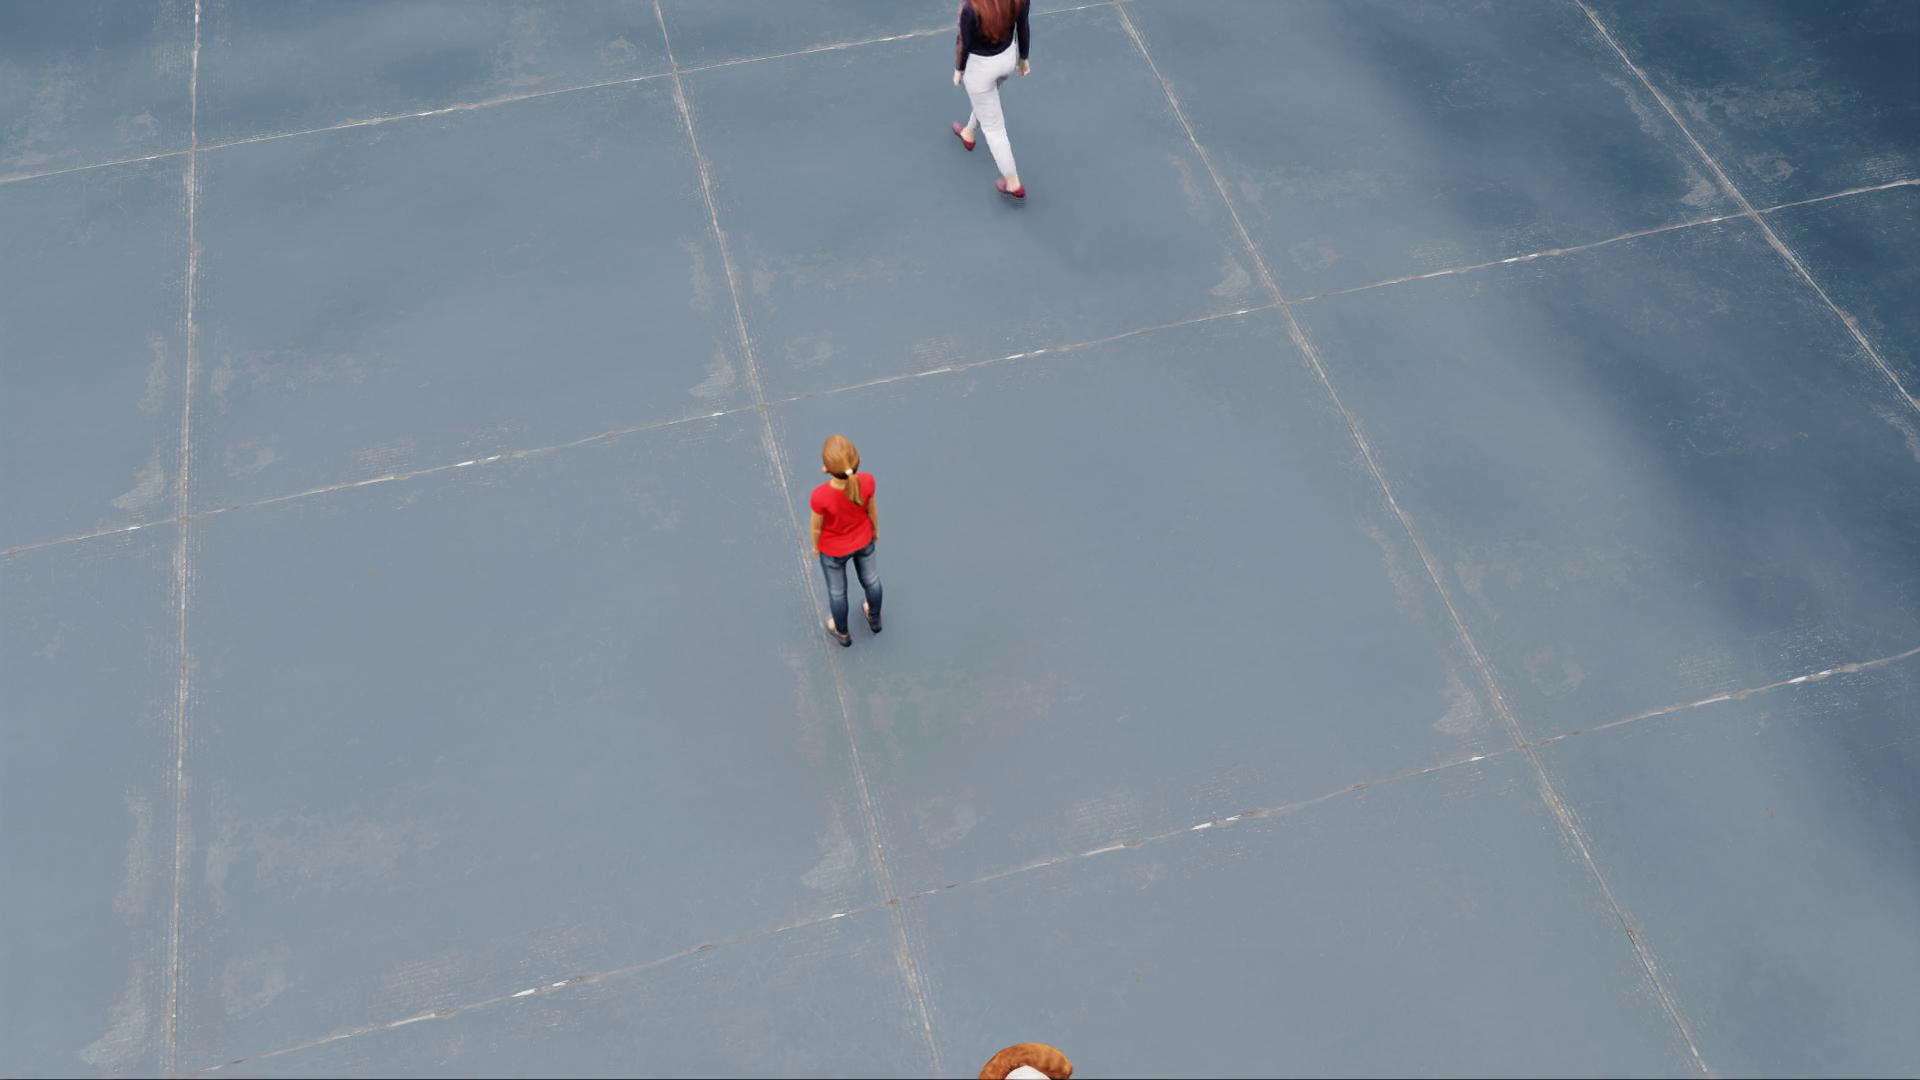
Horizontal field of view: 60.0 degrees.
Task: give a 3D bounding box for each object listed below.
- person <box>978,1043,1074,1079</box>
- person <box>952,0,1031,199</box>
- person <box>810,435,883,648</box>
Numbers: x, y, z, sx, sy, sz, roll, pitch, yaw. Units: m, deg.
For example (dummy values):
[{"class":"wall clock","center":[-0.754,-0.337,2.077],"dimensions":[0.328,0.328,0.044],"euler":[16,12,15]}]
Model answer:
[{"class":"person","center":[0.211,2.154,5.697],"dimensions":[0.801,1.634,0.733],"euler":[22,55,16]},{"class":"person","center":[0.197,-2.652,9.458],"dimensions":[0.826,1.571,1.130],"euler":[-27,57,-19]},{"class":"person","center":[-0.515,0.016,7.561],"dimensions":[0.502,1.305,0.518],"euler":[-21,55,-16]}]
